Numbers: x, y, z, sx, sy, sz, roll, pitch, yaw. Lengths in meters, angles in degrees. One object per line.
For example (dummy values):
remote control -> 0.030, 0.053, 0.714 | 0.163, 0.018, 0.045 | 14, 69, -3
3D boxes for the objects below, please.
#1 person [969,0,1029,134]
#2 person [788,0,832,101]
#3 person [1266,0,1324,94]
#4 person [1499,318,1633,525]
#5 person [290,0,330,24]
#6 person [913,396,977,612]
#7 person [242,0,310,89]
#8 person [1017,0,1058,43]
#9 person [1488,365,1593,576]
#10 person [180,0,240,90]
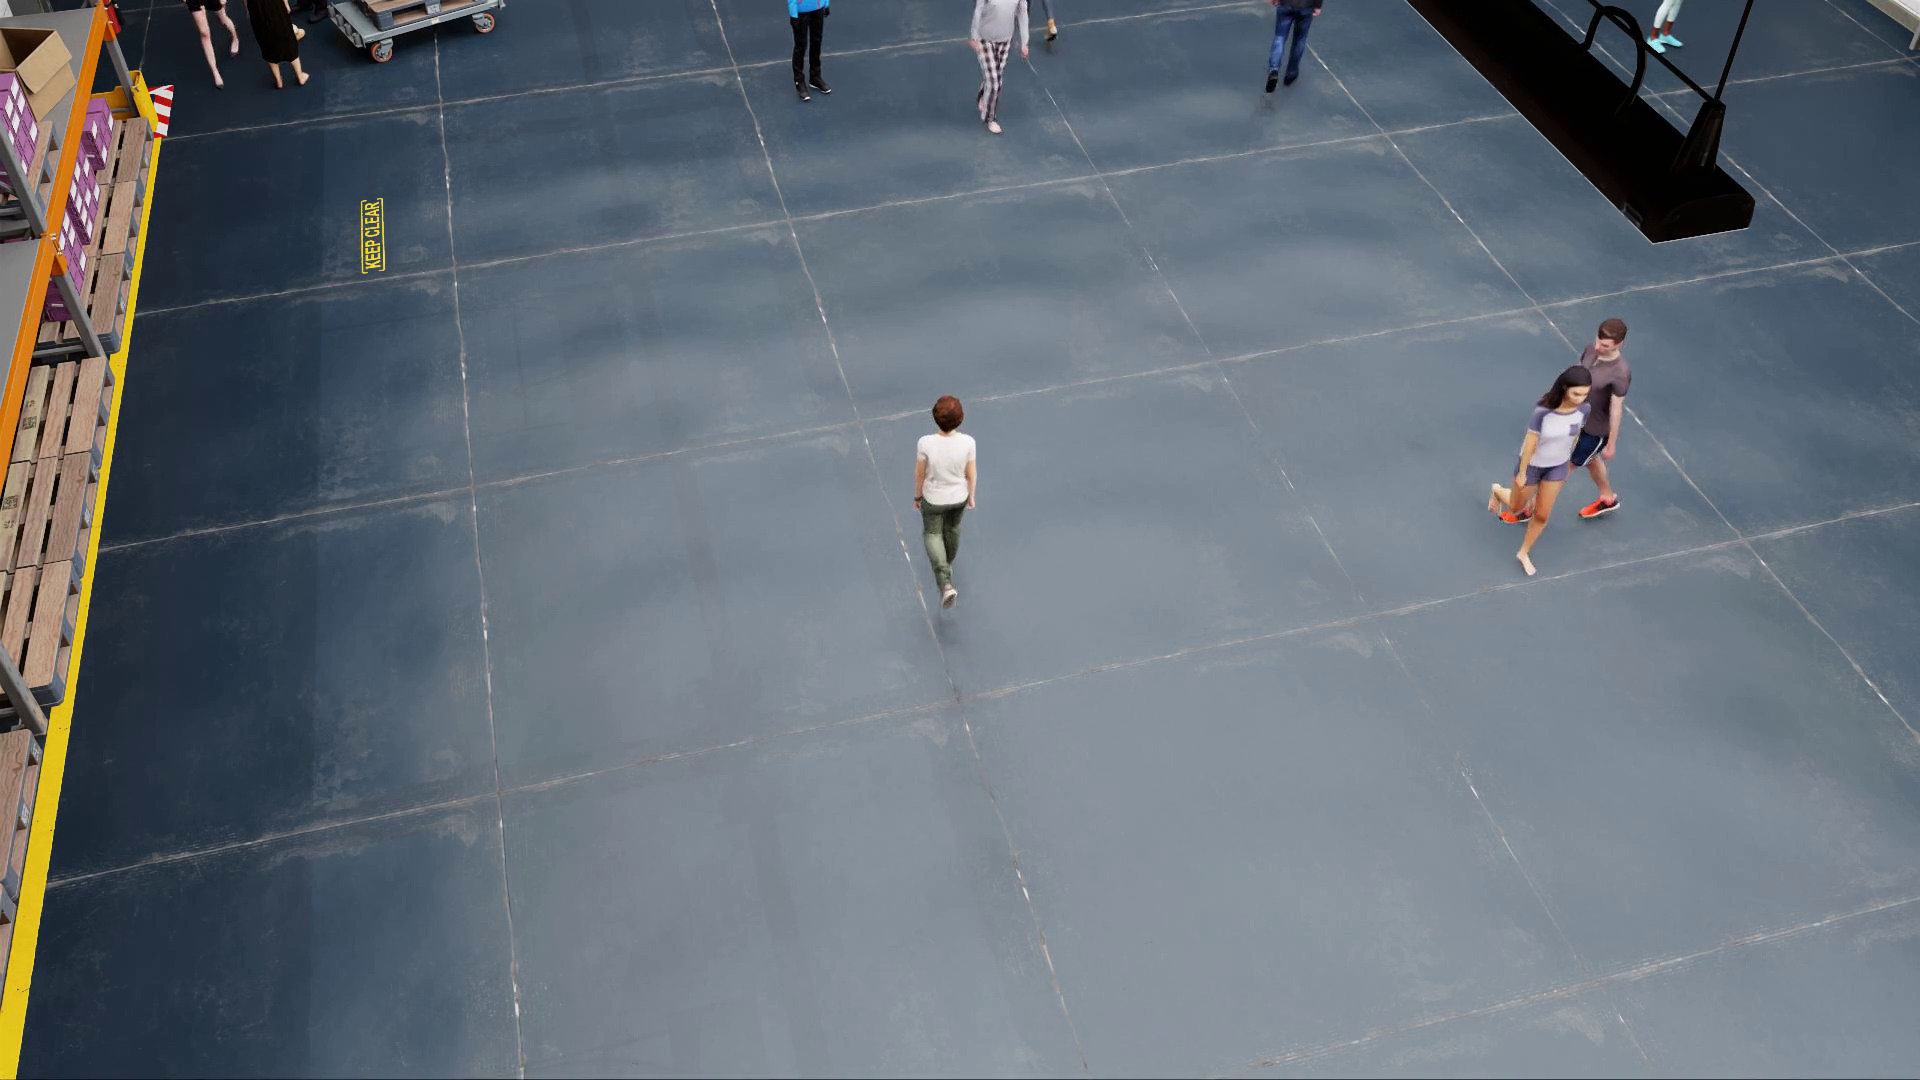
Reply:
person -> 0.290, -4.840, 15.945 | 0.697, 1.800, 0.854 | -9, 44, -9
person -> -1.496, -5.224, 16.349 | 0.688, 1.797, 0.660 | -28, 50, -26
person -> 3.276, -5.263, 16.337 | 1.026, 1.870, 1.132 | 16, 46, 16
person -> 4.535, -0.821, 11.724 | 0.804, 1.802, 1.130 | -8, 44, -8
person -> -7.082, -6.437, 17.588 | 0.761, 1.845, 0.863 | 29, 50, 27
person -> -0.100, -0.235, 11.230 | 0.649, 1.635, 1.003 | -5, 44, -5
person -> -6.902, -5.285, 16.538 | 0.577, 1.625, 0.559 | -12, 45, -12
person -> 0.834, -6.030, 17.226 | 0.641, 1.754, 1.117 | -13, 45, -13
person -> 3.995, -0.571, 11.529 | 0.654, 1.709, 0.941 | -5, 44, -6
person -> -7.570, -5.510, 16.663 | 0.663, 1.777, 1.199 | -5, 44, -5
